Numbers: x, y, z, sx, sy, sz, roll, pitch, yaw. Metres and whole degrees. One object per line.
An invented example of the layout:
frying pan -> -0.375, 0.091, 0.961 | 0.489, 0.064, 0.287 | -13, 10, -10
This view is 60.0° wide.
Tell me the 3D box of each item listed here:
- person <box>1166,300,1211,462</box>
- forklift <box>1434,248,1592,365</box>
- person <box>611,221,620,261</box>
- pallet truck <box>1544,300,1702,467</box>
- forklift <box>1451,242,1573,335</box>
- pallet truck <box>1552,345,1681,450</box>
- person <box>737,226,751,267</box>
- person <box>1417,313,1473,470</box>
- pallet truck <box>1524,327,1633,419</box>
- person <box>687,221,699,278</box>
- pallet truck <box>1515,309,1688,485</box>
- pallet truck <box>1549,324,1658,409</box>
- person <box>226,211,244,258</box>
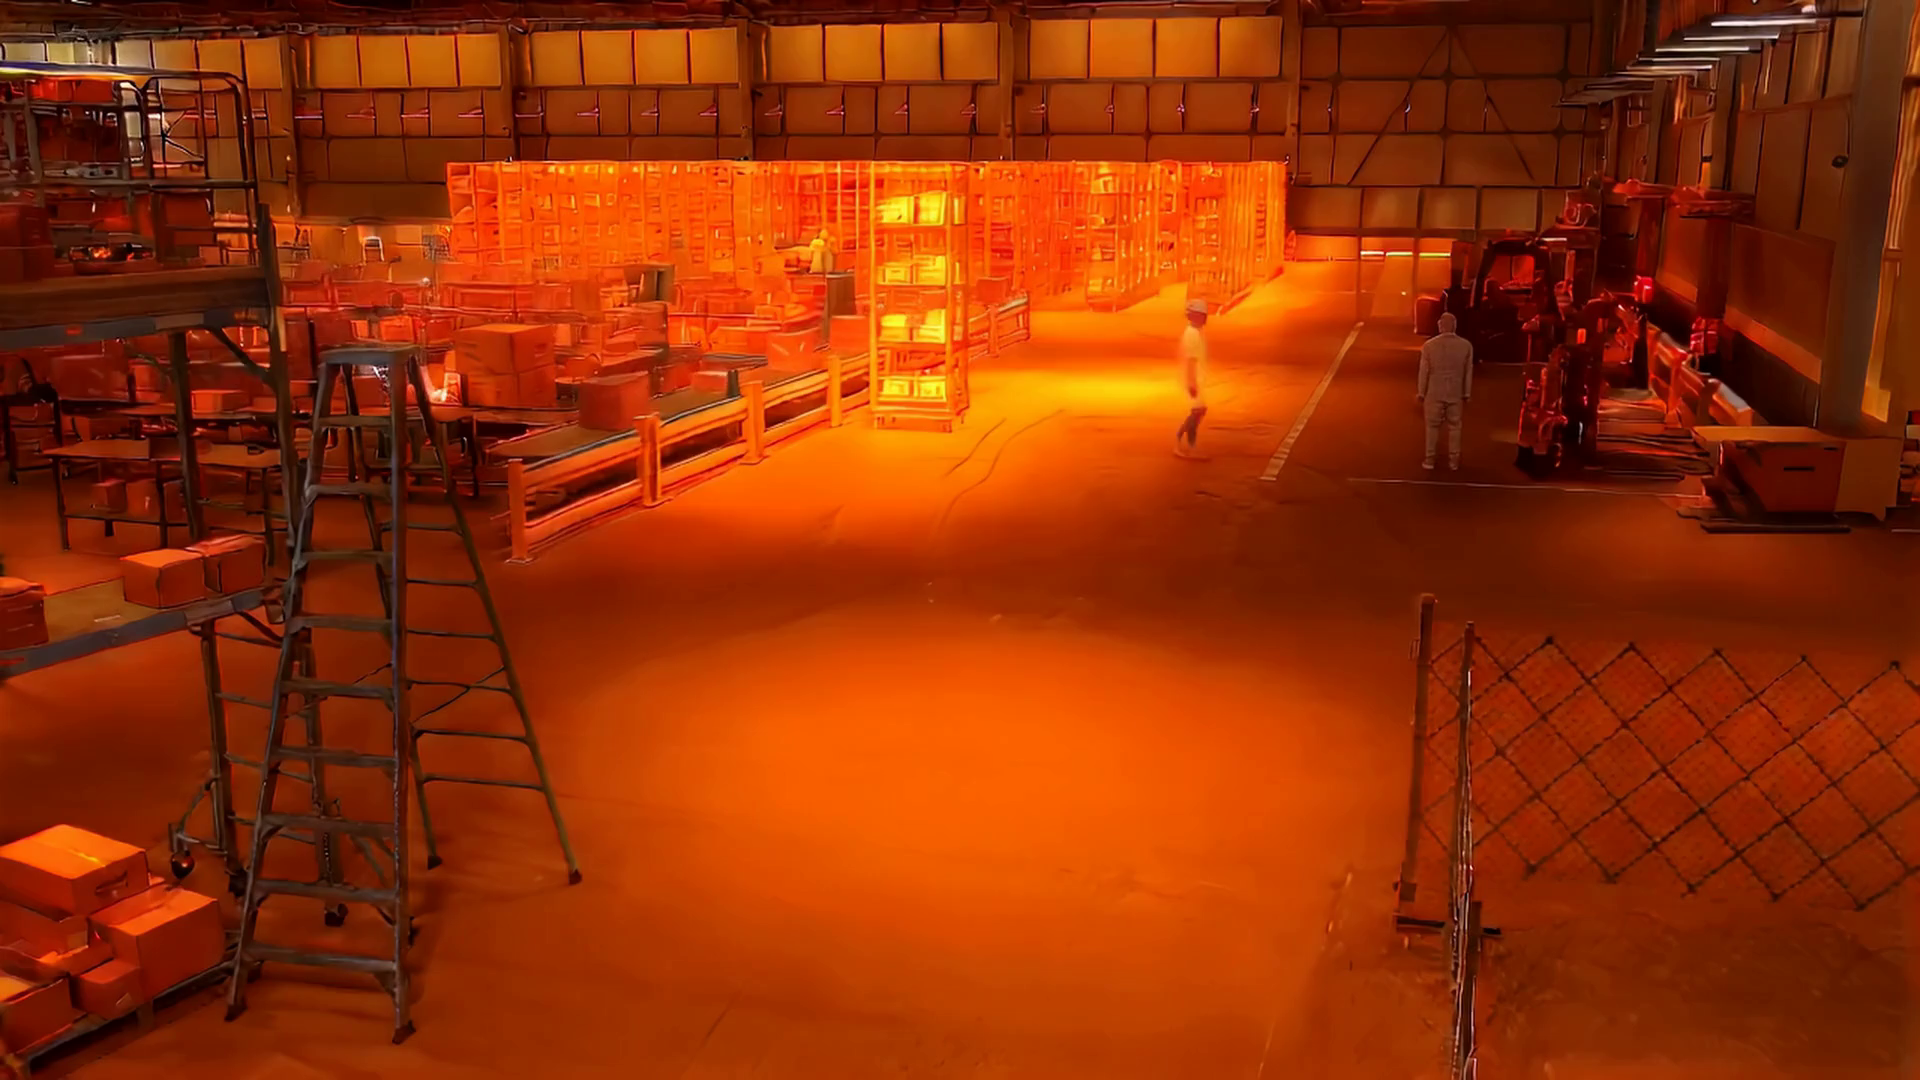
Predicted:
person -> 2.883, -1.962, 20.644 | 0.520, 2.016, 0.678 | 2, 13, 8
forklift -> 9.780, -4.111, 29.280 | 2.680, 1.987, 1.157 | 3, 13, 14
person -> -10.451, -8.956, 50.989 | 0.380, 1.950, 0.605 | 8, 15, 31
pallet truck -> 8.263, -1.952, 20.631 | 1.885, 1.965, 0.823 | 5, 14, 20
forklift -> 10.464, -4.597, 31.405 | 2.680, 1.987, 1.157 | 4, 14, 16
pallet truck -> 8.641, -1.896, 21.908 | 1.630, 1.274, 0.653 | 4, 14, 16
person -> -6.781, -9.322, 52.813 | 0.583, 1.835, 0.487 | 3, 13, 12
person -> 5.849, -1.790, 20.143 | 0.642, 1.902, 0.399 | 1, 13, 4
pallet truck -> 9.065, -2.460, 24.370 | 1.522, 1.261, 0.704 | 3, 13, 14
person -> -8.148, -8.871, 50.878 | 0.404, 1.830, 0.603 | -5, 14, -21
pallet truck -> 7.554, -1.677, 19.446 | 1.885, 1.965, 0.823 | 3, 13, 14
pallet truck -> 9.824, -2.669, 25.407 | 1.601, 1.201, 0.680 | 4, 14, 16
person -> -27.082, -11.417, 62.108 | 0.520, 1.733, 0.832 | 4, 14, 18
